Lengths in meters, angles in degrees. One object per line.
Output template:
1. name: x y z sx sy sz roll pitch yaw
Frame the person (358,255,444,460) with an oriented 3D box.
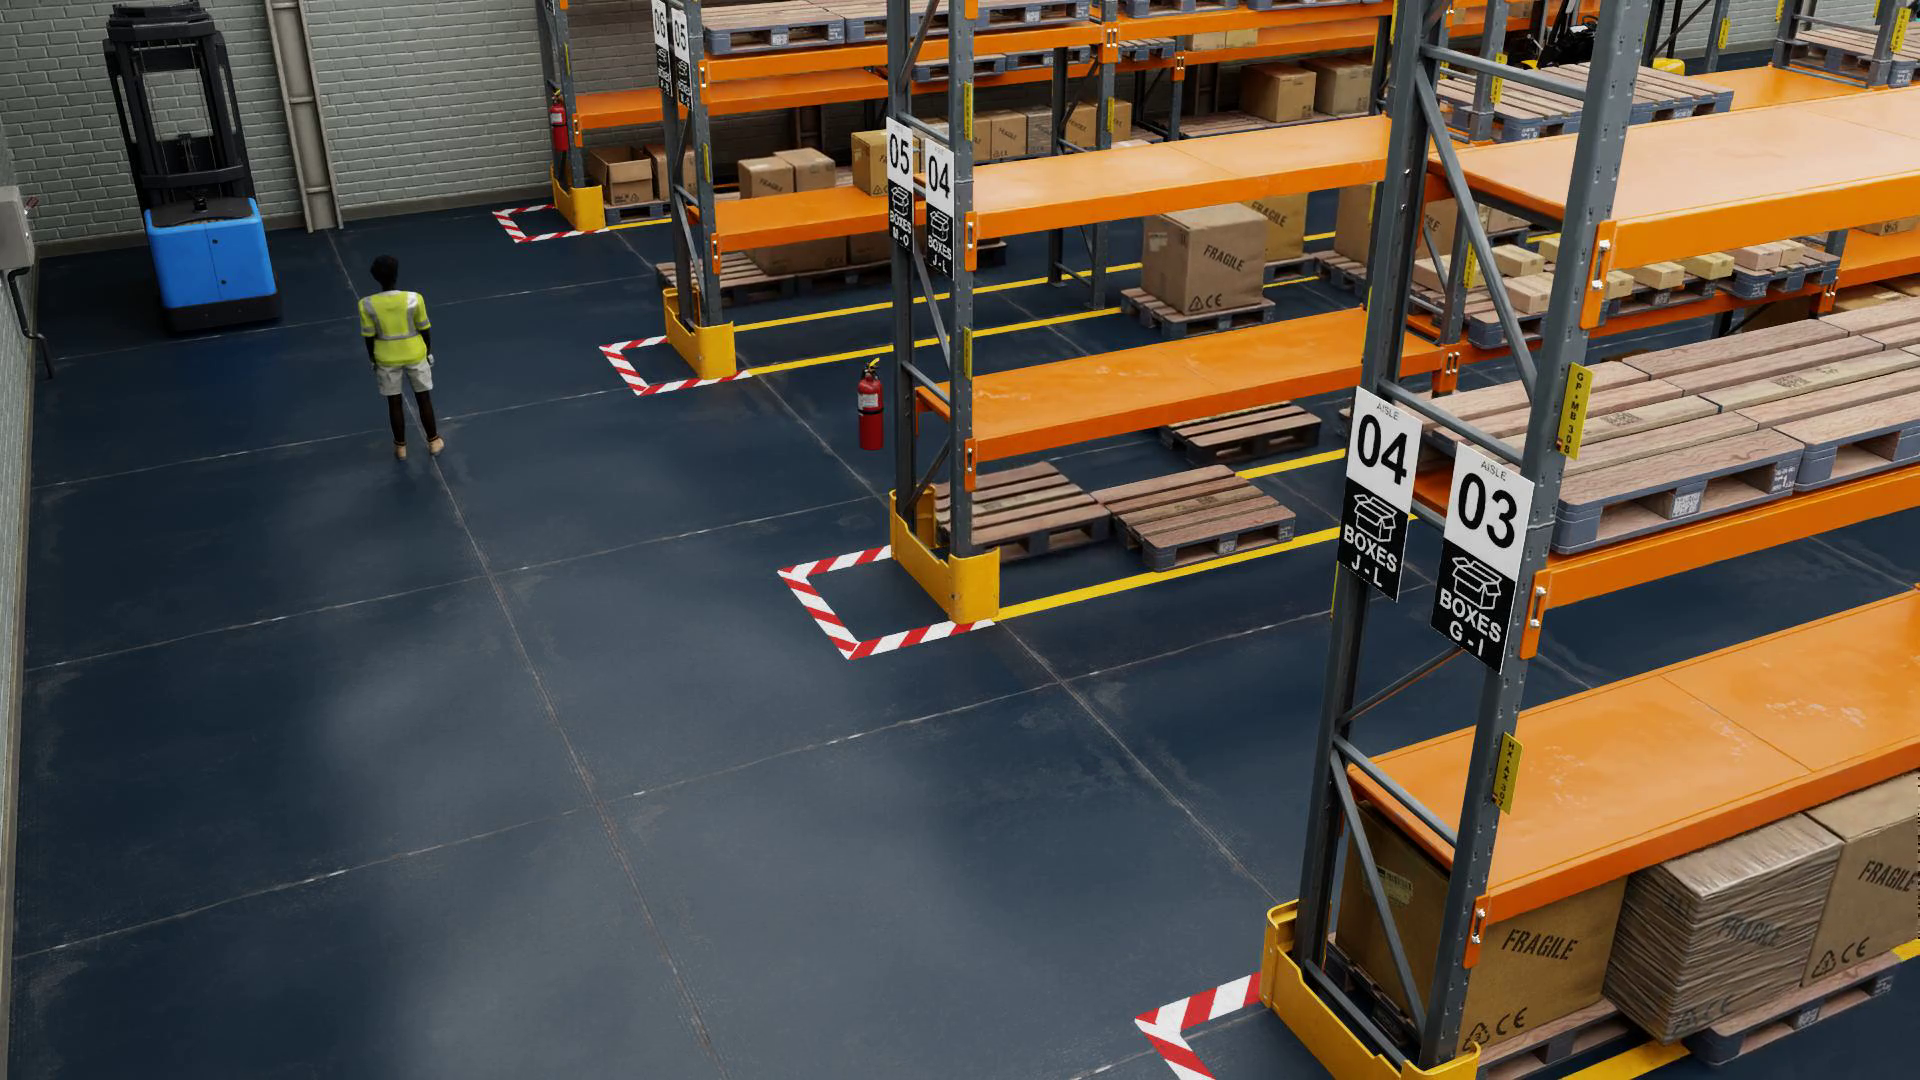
1. person: -4.481 -1.455 13.341 0.531 1.692 0.319 -8 29 -15

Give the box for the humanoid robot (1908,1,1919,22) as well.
1. humanoid robot: 14.821 -8.138 26.069 0.530 1.767 0.711 -22 35 -36

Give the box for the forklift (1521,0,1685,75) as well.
1. forklift: 8.950 -6.807 23.056 1.214 2.155 2.313 -12 30 -22

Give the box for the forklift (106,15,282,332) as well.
1. forklift: -7.548 -3.672 16.323 1.129 2.768 1.873 -12 30 -22
